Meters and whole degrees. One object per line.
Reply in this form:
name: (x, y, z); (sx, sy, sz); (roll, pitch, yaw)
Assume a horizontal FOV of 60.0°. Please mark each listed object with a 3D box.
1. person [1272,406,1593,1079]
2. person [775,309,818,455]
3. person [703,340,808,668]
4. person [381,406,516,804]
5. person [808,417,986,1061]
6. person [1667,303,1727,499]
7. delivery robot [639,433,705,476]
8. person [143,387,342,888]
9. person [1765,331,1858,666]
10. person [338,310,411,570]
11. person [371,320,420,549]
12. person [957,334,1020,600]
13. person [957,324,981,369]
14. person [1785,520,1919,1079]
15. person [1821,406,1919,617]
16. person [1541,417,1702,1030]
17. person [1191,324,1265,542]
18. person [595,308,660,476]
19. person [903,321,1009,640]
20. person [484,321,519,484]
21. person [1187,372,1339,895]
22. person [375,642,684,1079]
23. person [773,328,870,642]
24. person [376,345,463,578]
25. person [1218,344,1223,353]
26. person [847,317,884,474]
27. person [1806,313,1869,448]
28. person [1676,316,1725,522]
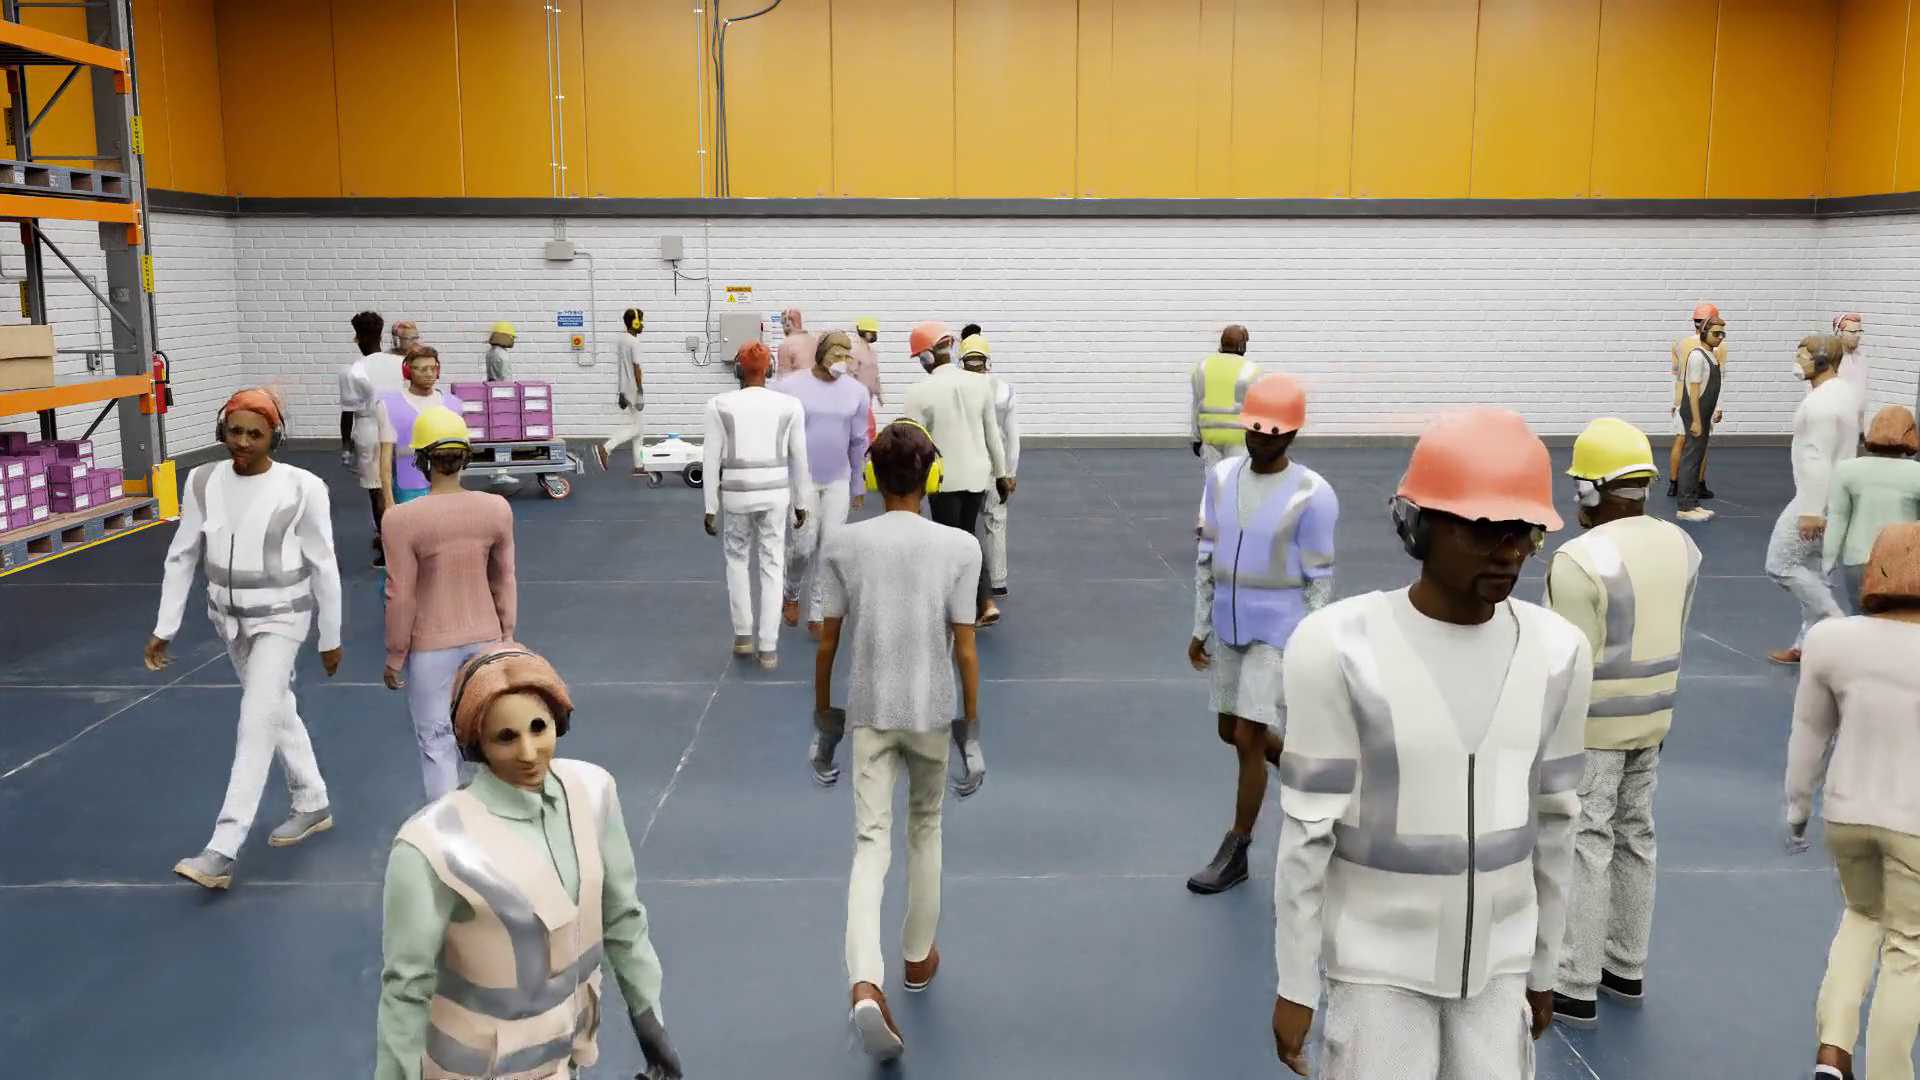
person: (0.857, 0.751, 3.147); (0.631, 2.029, 0.581); (-2, 9, -11)
person: (-1.687, -1.536, 17.758); (0.973, 1.855, 0.674); (6, 11, 32)
person: (-1.183, -0.223, 9.623); (0.605, 1.857, 0.710); (-2, 9, -11)
person: (-1.893, 0.388, 6.175); (0.316, 1.767, 0.535); (9, 13, 43)
person: (-0.196, 0.562, 4.937); (0.541, 1.836, 0.890); (0, 9, 3)
person: (7.297, -1.367, 16.441); (0.381, 1.930, 0.541); (-9, 13, -42)
delivery robot: (-2.985, -0.873, 17.324); (0.707, 0.478, 0.477); (-1, 9, -8)
person: (-2.675, 0.349, 6.234); (0.604, 1.818, 0.985); (3, 10, 17)
person: (4.793, -0.205, 9.329); (0.458, 1.922, 0.651); (6, 11, 33)
person: (-4.355, -0.737, 12.470); (0.421, 1.953, 0.623); (8, 12, 42)
person: (-4.358, -0.807, 13.224); (0.991, 1.852, 0.645); (5, 11, 30)
person: (0.111, -0.486, 11.360); (0.588, 1.823, 0.403); (0, 9, -2)
person: (0.184, -1.545, 18.371); (0.858, 1.651, 0.527); (1, 9, 6)
person: (2.480, 0.754, 4.388); (0.351, 1.618, 0.552); (-7, 11, -35)
person: (4.647, 0.119, 8.376); (0.525, 1.586, 0.874); (8, 12, 40)
person: (1.924, 0.547, 5.004); (0.592, 1.830, 0.404); (-6, 11, -34)
person: (2.152, -0.807, 13.309); (0.646, 1.828, 0.447); (6, 11, 34)
person: (-3.646, -1.602, 18.130); (0.663, 1.840, 0.557); (-5, 11, -29)
person: (-0.049, -0.358, 10.173); (0.694, 1.950, 0.480); (-6, 11, -31)
person: (-4.862, -1.456, 17.604); (0.421, 1.715, 0.545); (-7, 12, -38)
person: (1.163, 0.322, 6.152); (0.765, 1.911, 0.572); (-8, 12, -41)
person: (-0.762, 0.977, 3.009); (0.425, 1.625, 0.485); (2, 10, 13)
person: (-0.877, -0.341, 10.208); (0.682, 1.907, 0.497); (-4, 10, -23)
person: (-3.370, -0.319, 10.381); (0.581, 1.816, 0.908); (-8, 12, -41)
person: (2.710, -1.251, 16.632); (0.280, 1.631, 0.496); (-2, 9, -12)
person: (-0.982, -1.565, 18.207); (0.701, 1.737, 0.542); (4, 10, 24)
person: (7.351, -0.941, 13.924); (0.643, 1.903, 0.402); (-5, 10, -27)
person: (6.699, -1.094, 15.030); (0.351, 1.843, 0.506); (7, 12, 36)
